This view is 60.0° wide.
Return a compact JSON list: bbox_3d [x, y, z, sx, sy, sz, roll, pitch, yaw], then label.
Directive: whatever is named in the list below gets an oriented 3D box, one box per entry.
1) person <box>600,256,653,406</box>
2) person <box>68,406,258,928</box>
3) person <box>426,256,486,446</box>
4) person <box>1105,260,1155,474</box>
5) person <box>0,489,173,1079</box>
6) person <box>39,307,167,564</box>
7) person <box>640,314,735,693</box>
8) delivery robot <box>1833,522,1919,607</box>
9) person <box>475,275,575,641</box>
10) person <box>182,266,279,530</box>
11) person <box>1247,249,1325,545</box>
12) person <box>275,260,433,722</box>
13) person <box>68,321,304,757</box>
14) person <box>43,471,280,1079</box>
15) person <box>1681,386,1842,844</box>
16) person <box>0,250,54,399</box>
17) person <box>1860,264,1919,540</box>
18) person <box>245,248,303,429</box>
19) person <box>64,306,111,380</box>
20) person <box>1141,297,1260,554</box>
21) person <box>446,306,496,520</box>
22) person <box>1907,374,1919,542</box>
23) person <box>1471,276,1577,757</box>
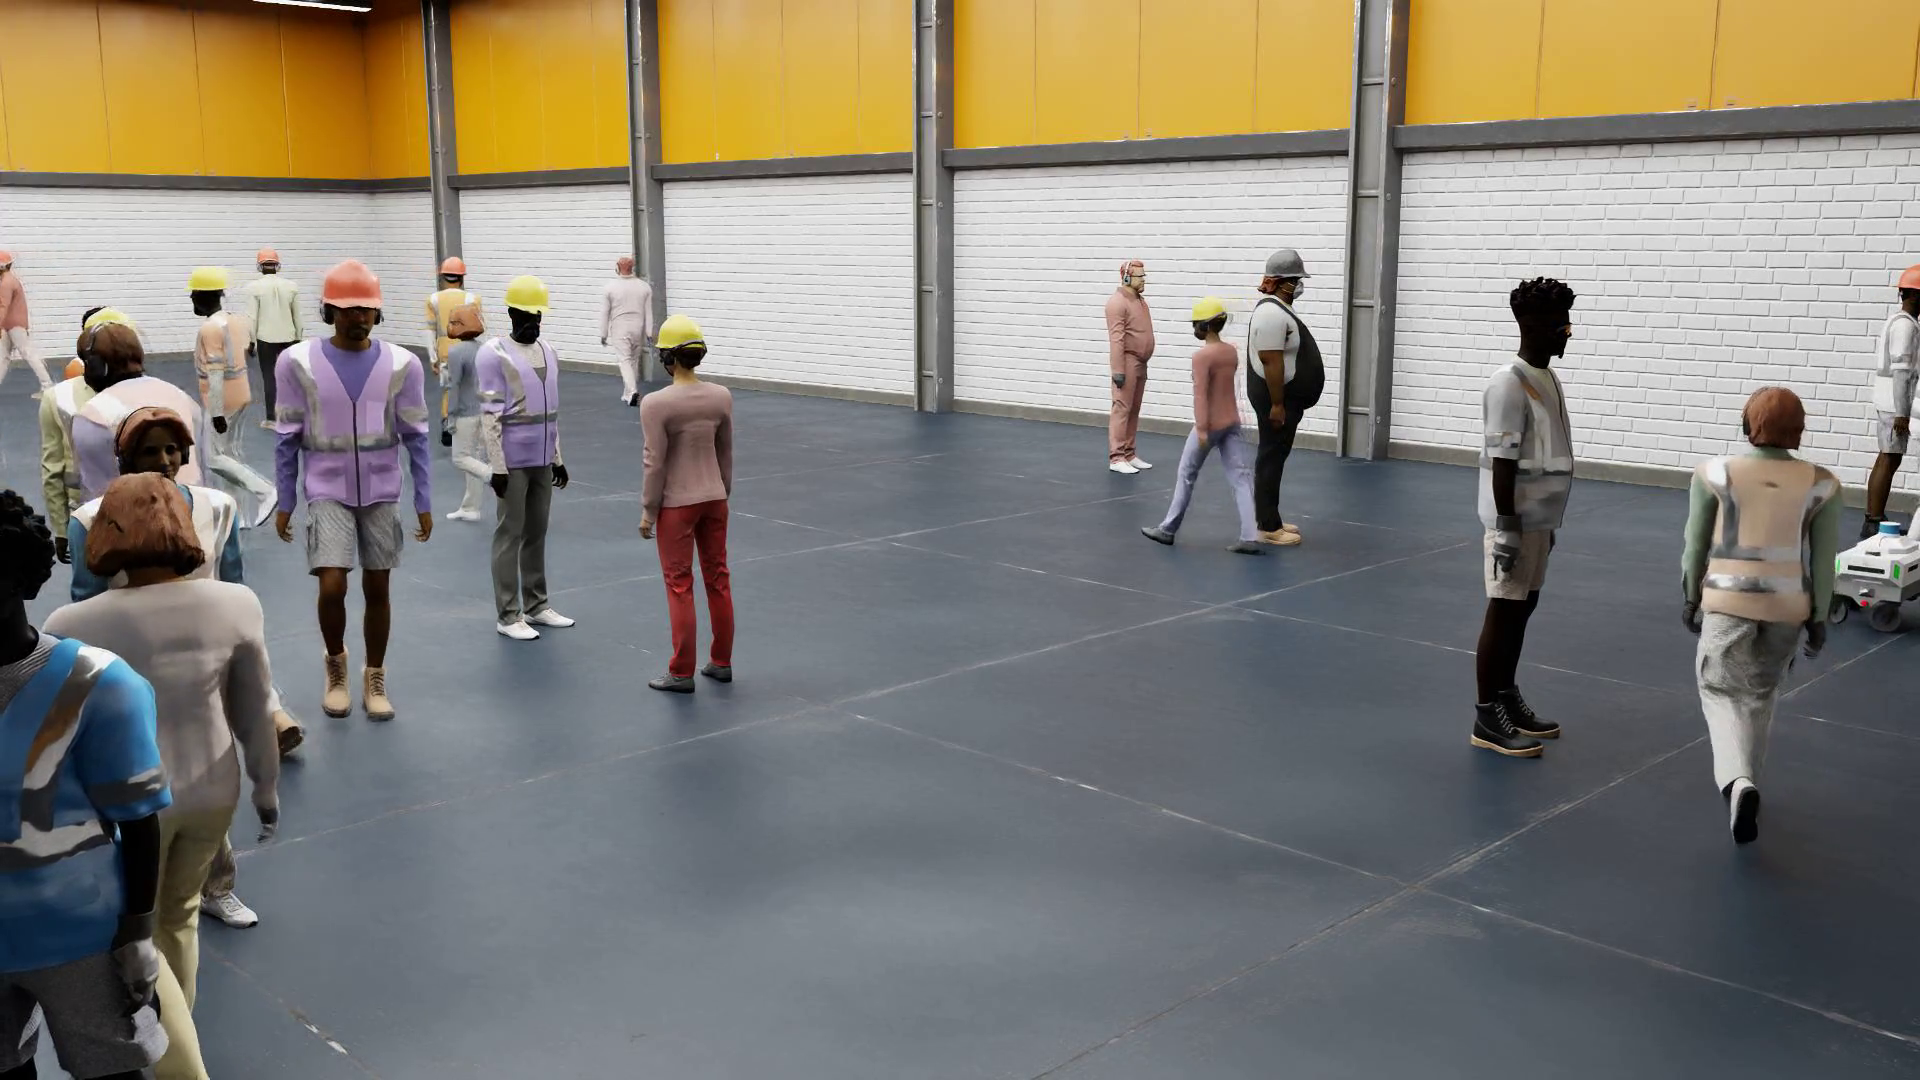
[{"bbox_3d":[-4.196,-2.638,21.001,0.652,1.875,0.927,-6,12,-29],"label":"person"},{"bbox_3d":[-2.368,0.413,4.986,0.311,1.638,0.523,9,13,39],"label":"person"},{"bbox_3d":[-4.994,-1.845,16.541,0.554,1.923,0.442,0,10,0],"label":"person"},{"bbox_3d":[1.552,-1.563,15.035,0.409,1.906,0.651,5,12,26],"label":"person"},{"bbox_3d":[-1.722,0.733,3.086,0.537,1.695,0.320,1,10,6],"label":"person"},{"bbox_3d":[-3.626,-0.090,7.218,0.591,1.827,0.404,-7,12,-32],"label":"person"},{"bbox_3d":[-1.280,-0.165,7.798,0.311,1.769,0.522,9,14,41],"label":"person"},{"bbox_3d":[5.101,0.143,9.162,0.477,0.478,0.707,10,14,44],"label":"delivery robot"},{"bbox_3d":[-2.305,-0.441,8.877,0.383,1.921,0.585,5,11,24],"label":"person"},{"bbox_3d":[-5.220,-0.995,11.906,0.535,1.917,0.586,-1,10,-8],"label":"person"},{"bbox_3d":[2.263,-0.999,11.591,0.539,2.000,0.689,2,11,10],"label":"person"},{"bbox_3d":[-2.624,-0.191,7.231,0.647,2.025,0.467,-5,12,-27],"label":"person"},{"bbox_3d":[-3.076,0.050,6.534,0.811,1.810,0.651,3,11,14],"label":"person"},{"bbox_3d":[-1.919,0.624,3.983,0.634,1.592,0.540,9,14,40],"label":"person"},{"bbox_3d":[2.847,0.259,5.917,0.496,1.606,0.723,2,11,11],"label":"person"},{"bbox_3d":[-12.338,-2.781,21.587,1.032,1.940,0.661,-5,11,-24],"label":"person"},{"bbox_3d":[6.529,-0.931,11.508,0.377,1.932,0.551,5,11,25],"label":"person"},{"bbox_3d":[-7.602,-2.231,18.442,0.391,1.990,0.621,10,14,44],"label":"person"},{"bbox_3d":[-5.256,-0.590,10.300,0.321,1.697,0.529,3,11,16],"label":"person"},{"bbox_3d":[1.683,-0.771,11.236,0.514,1.712,0.892,-10,14,-43],"label":"person"},{"bbox_3d":[-3.582,-0.924,12.323,0.586,1.616,0.513,3,11,15],"label":"person"},{"bbox_3d":[6.150,-0.645,10.203,0.621,1.846,0.651,2,11,12],"label":"person"},{"bbox_3d":[2.344,-0.103,6.904,0.361,1.964,0.613,7,12,32],"label":"person"}]
